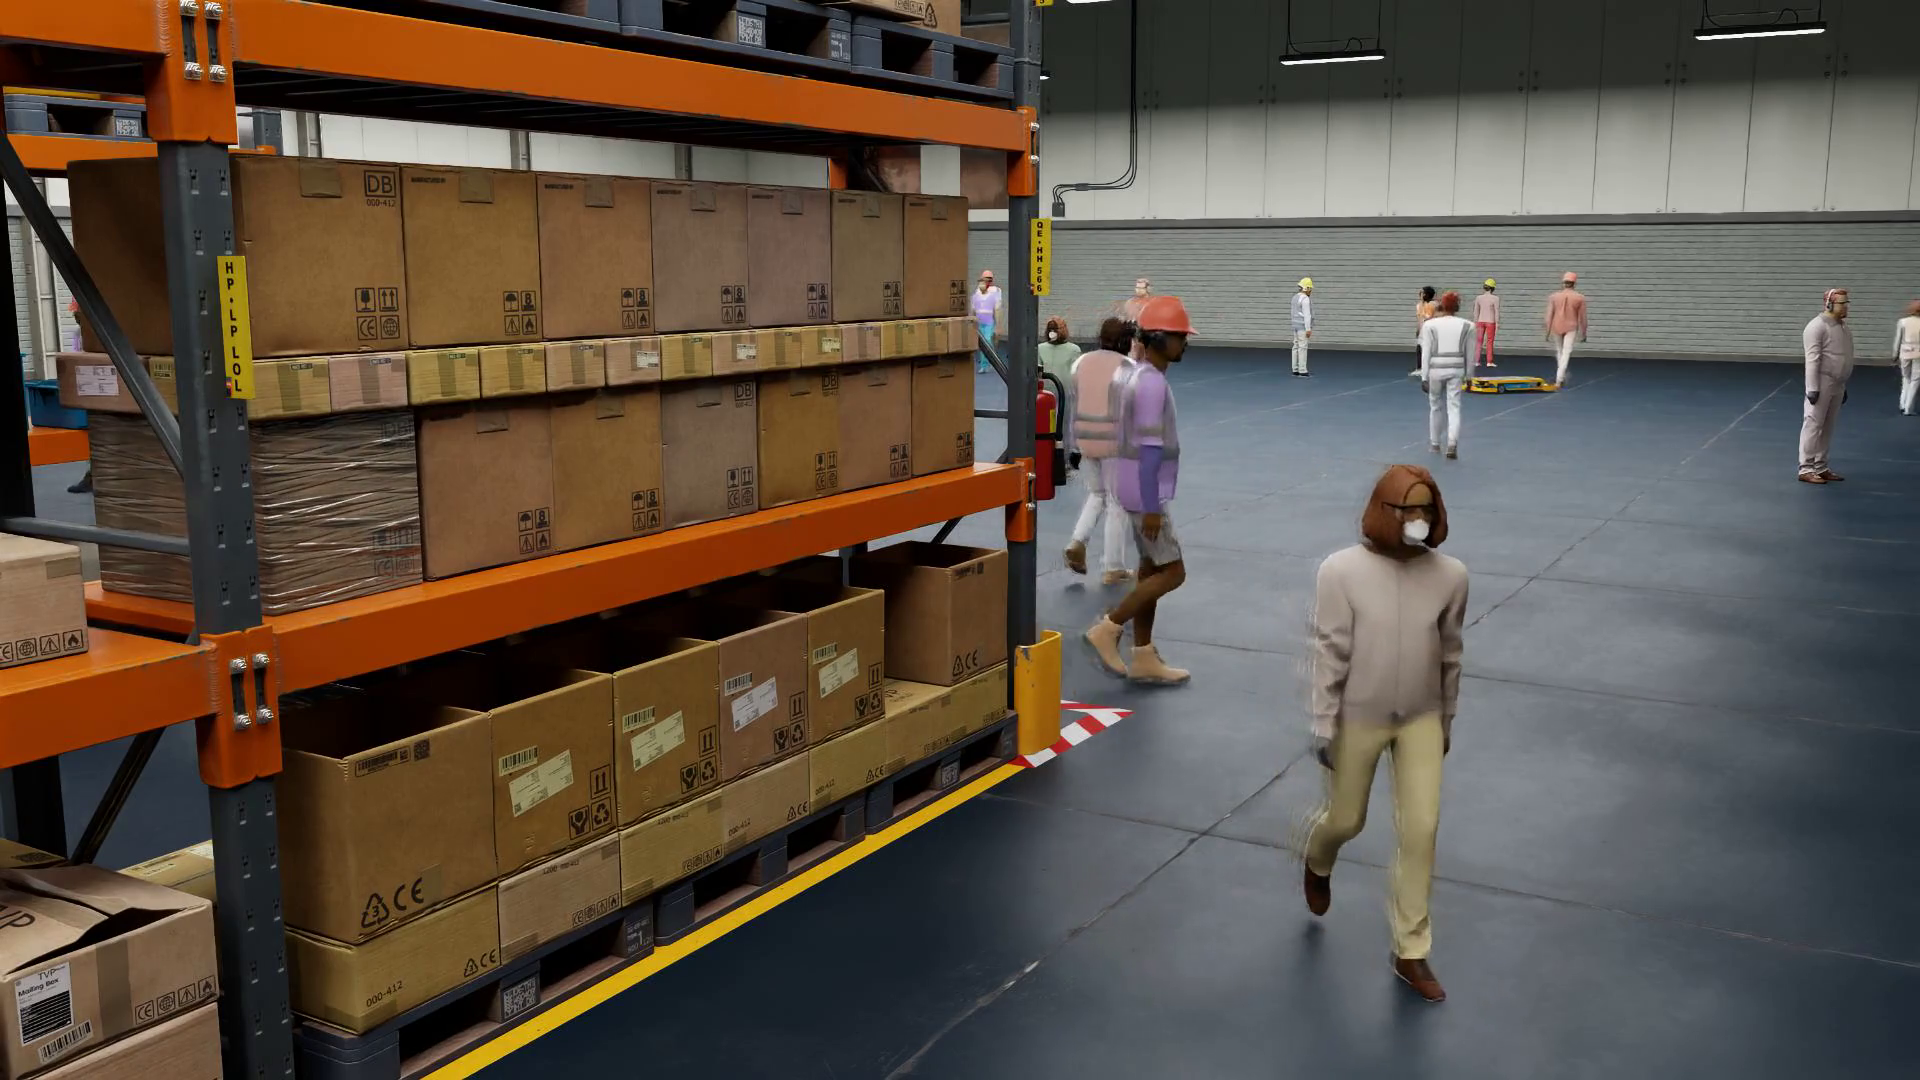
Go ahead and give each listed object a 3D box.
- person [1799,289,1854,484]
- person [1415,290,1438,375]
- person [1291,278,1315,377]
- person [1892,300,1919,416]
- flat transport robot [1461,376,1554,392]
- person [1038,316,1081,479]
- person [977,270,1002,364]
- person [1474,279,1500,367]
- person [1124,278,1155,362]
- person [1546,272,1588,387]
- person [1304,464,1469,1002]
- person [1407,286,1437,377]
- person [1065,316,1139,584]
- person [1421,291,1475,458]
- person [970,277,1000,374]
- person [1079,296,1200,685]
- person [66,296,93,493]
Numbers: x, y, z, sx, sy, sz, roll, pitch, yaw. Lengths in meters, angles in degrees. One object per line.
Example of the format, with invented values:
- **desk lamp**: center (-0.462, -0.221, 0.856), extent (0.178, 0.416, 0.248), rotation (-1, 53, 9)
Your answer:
- **person**: center (8.560, -1.513, 16.386), extent (0.639, 1.910, 0.407), rotation (-7, 12, -36)
- **person**: center (8.738, -3.900, 31.192), extent (0.363, 1.621, 0.542), rotation (-4, 10, -22)
- **person**: center (6.324, -3.906, 30.649), extent (0.403, 1.822, 0.588), rotation (-2, 10, -14)
- **person**: center (13.405, -2.550, 23.301), extent (0.543, 1.616, 0.538), rotation (-7, 12, -36)
- **flat transport robot**: center (8.964, -2.562, 27.311), extent (1.431, 0.197, 0.652), rotation (-3, 10, -20)
- **person**: center (0.968, -1.430, 16.699), extent (0.507, 1.631, 0.266), rotation (4, 10, 21)
- **person**: center (0.585, -4.610, 34.456), extent (0.549, 1.927, 0.386), rotation (-3, 10, -19)
- **person**: center (10.601, -4.354, 33.435), extent (0.533, 1.767, 0.326), rotation (9, 13, 44)
- **person**: center (2.752, -3.006, 25.197), extent (0.646, 1.892, 0.436), rotation (4, 10, 22)
- **person**: center (10.402, -3.592, 28.450), extent (0.648, 1.937, 1.042), rotation (7, 12, 36)
- **person**: center (1.316, 0.545, 5.204), extent (0.502, 1.608, 0.704), rotation (-1, 10, -5)
- **person**: center (8.448, -3.779, 30.308), extent (0.683, 1.668, 0.548), rotation (2, 10, 12)
- **person**: center (1.010, -0.601, 11.285), extent (0.652, 1.828, 0.463), rotation (9, 13, 43)
- **person**: center (5.439, -1.844, 18.528), extent (0.586, 1.849, 0.939), rotation (1, 10, 8)
- **person**: center (0.444, -4.041, 31.416), extent (0.590, 1.824, 0.528), rotation (6, 11, 31)
- **person**: center (0.964, -0.233, 8.546), extent (0.503, 2.027, 0.639), rotation (1, 10, 6)
- **person**: center (-8.185, -1.426, 15.874), extent (0.554, 1.914, 0.797), rotation (8, 12, 38)
